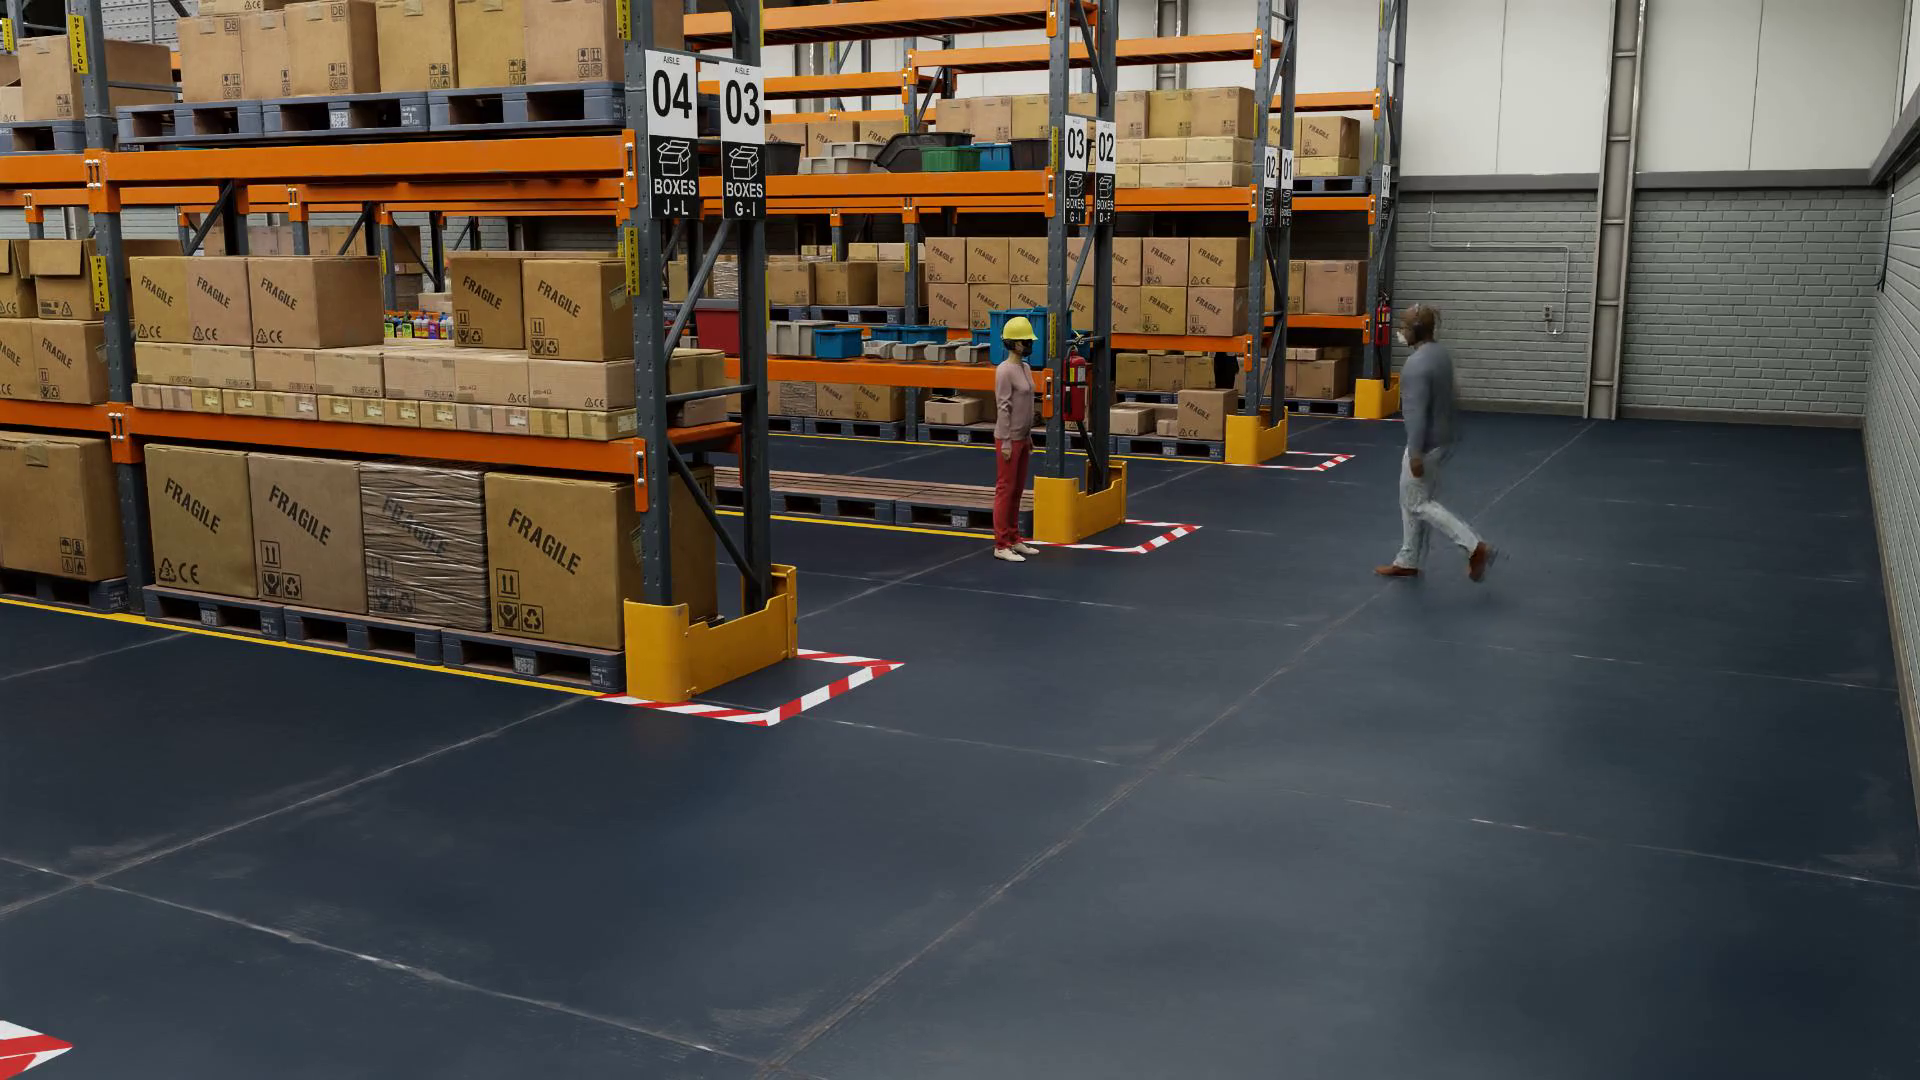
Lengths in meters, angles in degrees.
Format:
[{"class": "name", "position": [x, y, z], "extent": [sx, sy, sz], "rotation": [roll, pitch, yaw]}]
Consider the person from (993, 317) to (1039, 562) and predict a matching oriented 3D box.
[{"class": "person", "position": [0.415, -0.732, 12.087], "extent": [0.310, 1.768, 0.533], "rotation": [4, 11, 21]}]

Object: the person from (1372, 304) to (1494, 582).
[{"class": "person", "position": [3.202, -0.624, 11.124], "extent": [0.770, 1.909, 0.661], "rotation": [6, 12, 31]}]

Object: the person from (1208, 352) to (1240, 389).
[{"class": "person", "position": [3.020, -2.052, 18.869], "extent": [0.391, 1.920, 0.593], "rotation": [4, 11, 22]}]

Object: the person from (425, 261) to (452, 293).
[{"class": "person", "position": [-8.468, -3.569, 26.994], "extent": [0.913, 1.957, 0.634], "rotation": [8, 13, 36]}]
